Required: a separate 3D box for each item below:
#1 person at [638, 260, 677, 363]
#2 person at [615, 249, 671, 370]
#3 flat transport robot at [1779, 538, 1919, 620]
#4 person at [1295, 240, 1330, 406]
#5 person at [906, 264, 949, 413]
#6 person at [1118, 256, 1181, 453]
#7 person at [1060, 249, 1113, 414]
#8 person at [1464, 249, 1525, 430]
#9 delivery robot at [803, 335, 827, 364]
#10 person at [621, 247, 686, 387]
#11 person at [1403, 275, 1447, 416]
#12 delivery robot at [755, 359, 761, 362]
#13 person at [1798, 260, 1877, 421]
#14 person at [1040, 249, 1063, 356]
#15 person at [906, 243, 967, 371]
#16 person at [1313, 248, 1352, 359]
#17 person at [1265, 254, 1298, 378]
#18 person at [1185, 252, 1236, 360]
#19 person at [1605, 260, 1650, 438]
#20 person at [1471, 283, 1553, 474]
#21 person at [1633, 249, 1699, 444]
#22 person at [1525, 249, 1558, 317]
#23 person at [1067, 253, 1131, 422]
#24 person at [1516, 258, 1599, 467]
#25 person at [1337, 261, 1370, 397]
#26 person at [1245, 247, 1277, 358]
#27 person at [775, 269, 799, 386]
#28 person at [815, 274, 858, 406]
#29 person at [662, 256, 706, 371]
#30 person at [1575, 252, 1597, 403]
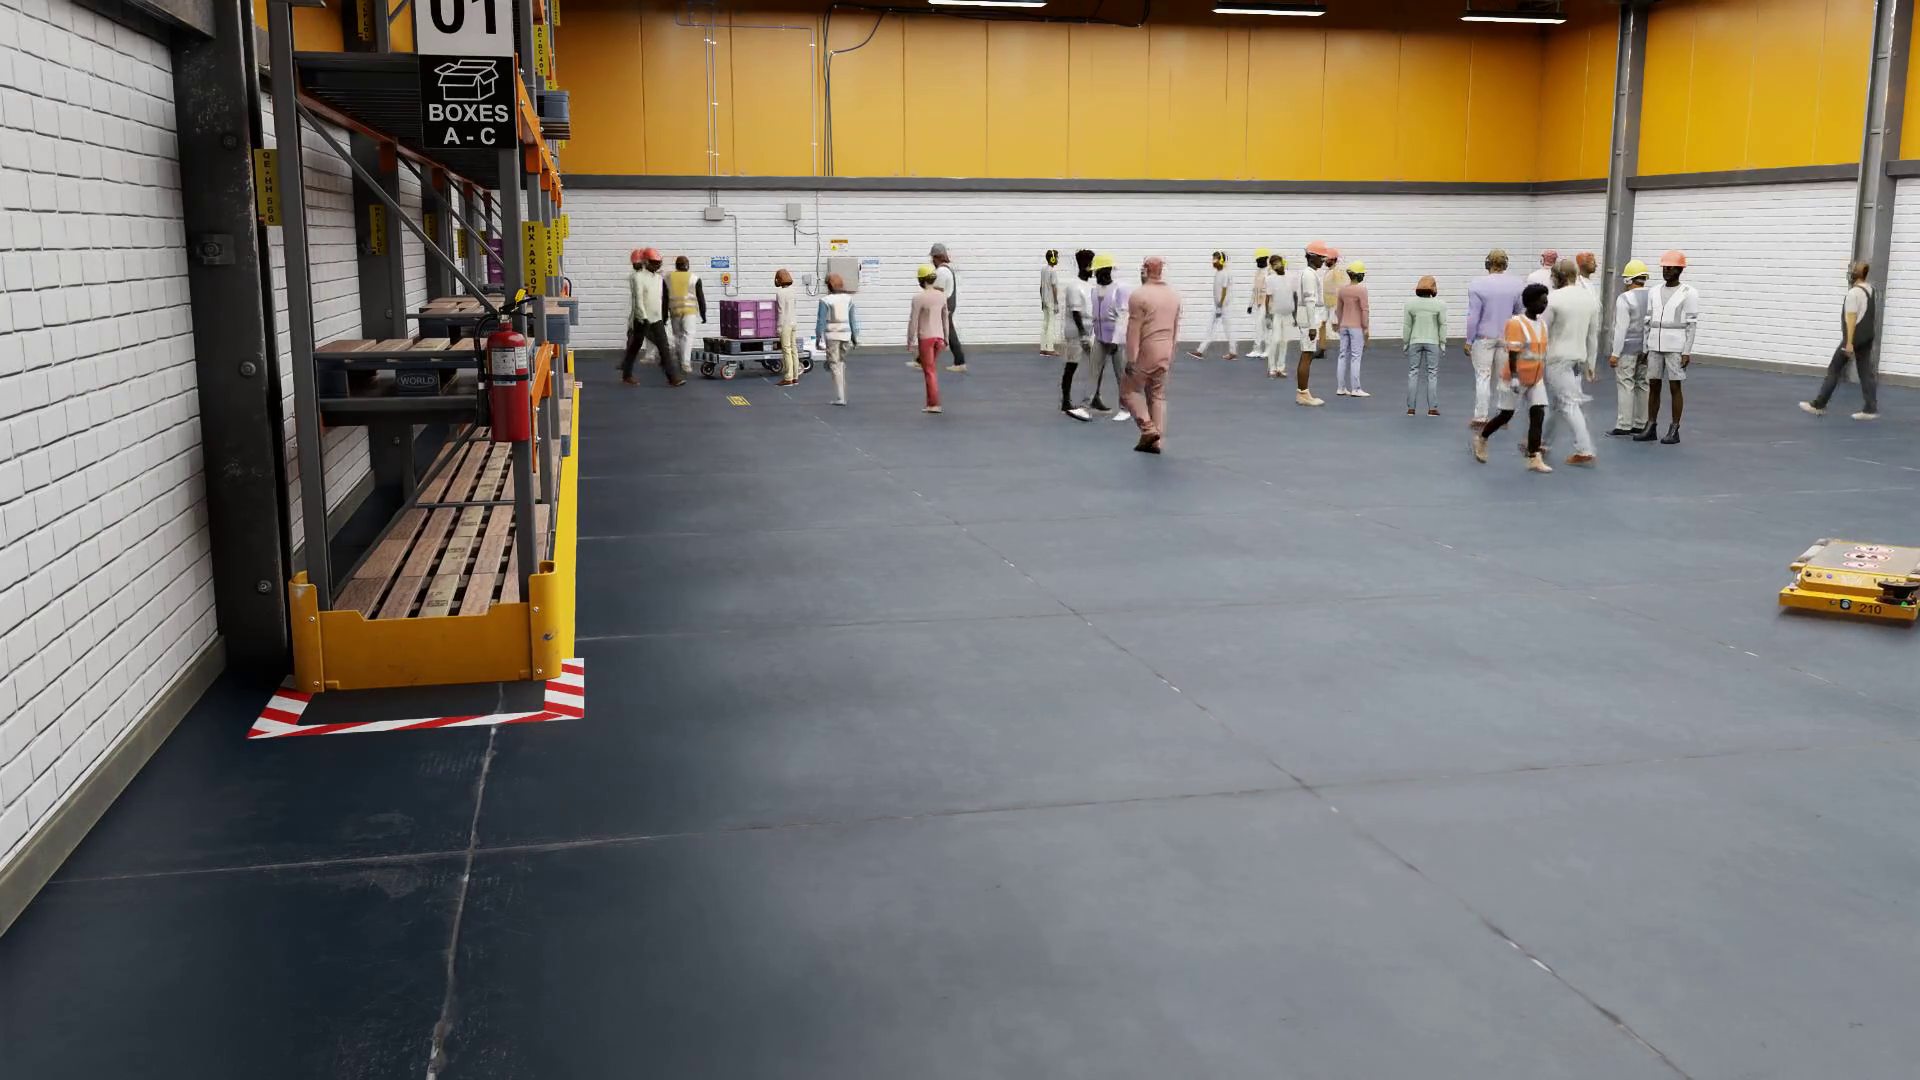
[{"bbox_3d":[-4.965,-3.818,27.520,0.658,1.816,0.719,-6,12,-32],"label":"person"},{"bbox_3d":[-4.993,-3.637,26.251,0.544,1.900,0.900,9,13,40],"label":"person"},{"bbox_3d":[5.169,0.201,9.495,0.652,0.197,1.431,7,13,35],"label":"flat transport robot"},{"bbox_3d":[4.338,-2.666,20.488,0.381,2.039,0.606,1,10,7],"label":"person"},{"bbox_3d":[-0.417,-2.381,19.681,0.552,1.745,0.553,-10,14,-44],"label":"person"},{"bbox_3d":[1.788,-1.759,15.874,0.668,1.884,0.445,-8,13,-39],"label":"person"},{"bbox_3d":[1.472,-2.396,19.293,0.761,1.921,0.615,7,12,33],"label":"person"},{"bbox_3d":[5.726,-2.143,17.864,0.635,1.938,0.354,-1,10,-7],"label":"person"},{"bbox_3d":[-2.258,-2.929,25.795,0.707,0.478,0.477,-5,11,-25],"label":"delivery robot"},{"bbox_3d":[-4.326,-3.089,23.131,1.075,1.943,0.610,7,12,34],"label":"person"},{"bbox_3d":[5.389,-2.249,19.297,0.498,1.633,0.286,5,11,26],"label":"person"},{"bbox_3d":[-3.220,-3.028,26.340,0.707,0.478,0.477,0,10,1],"label":"delivery robot"},{"bbox_3d":[10.101,-2.272,18.954,0.521,1.798,0.948,-6,12,-30],"label":"person"},{"bbox_3d":[1.596,-4.168,29.305,0.311,1.859,0.533,-5,11,-25],"label":"person"},{"bbox_3d":[-0.335,-3.639,25.869,1.006,2.000,0.696,1,10,8],"label":"person"},{"bbox_3d":[6.461,-4.056,28.567,0.844,1.911,0.548,-2,10,-13],"label":"person"},{"bbox_3d":[4.757,-3.302,24.634,0.549,1.825,0.345,-3,11,-14],"label":"person"},{"bbox_3d":[4.306,-3.947,28.158,0.932,1.825,0.557,-3,11,-15],"label":"person"},{"bbox_3d":[6.927,-1.963,17.160,0.601,1.830,0.404,-6,12,-28],"label":"person"},{"bbox_3d":[4.949,-1.449,14.754,0.527,1.668,0.787,-6,12,-28],"label":"person"},{"bbox_3d":[7.098,-1.937,16.710,0.351,1.942,0.547,-7,13,-36],"label":"person"},{"bbox_3d":[8.172,-3.091,23.204,0.638,1.909,0.408,0,10,-2],"label":"person"},{"bbox_3d":[1.612,-2.250,18.623,0.925,1.884,0.622,-9,14,-41],"label":"person"},{"bbox_3d":[5.512,-1.625,15.211,0.615,1.878,1.021,-6,12,-30],"label":"person"},{"bbox_3d":[5.145,-2.754,21.727,0.317,1.769,0.522,-6,12,-31],"label":"person"},{"bbox_3d":[5.138,-4.087,28.727,0.758,1.900,0.627,-3,11,-16],"label":"person"},{"bbox_3d":[-2.443,-2.975,23.318,0.285,1.632,0.499,4,11,20],"label":"person"},{"bbox_3d":[-1.562,-2.482,20.620,0.556,1.617,0.585,-9,13,-39],"label":"person"},{"bbox_3d":[-4.311,-3.541,26.047,0.647,1.777,1.017,1,10,3],"label":"person"},{"bbox_3d":[7.826,-2.672,20.945,0.351,1.884,0.581,7,13,36],"label":"person"}]
